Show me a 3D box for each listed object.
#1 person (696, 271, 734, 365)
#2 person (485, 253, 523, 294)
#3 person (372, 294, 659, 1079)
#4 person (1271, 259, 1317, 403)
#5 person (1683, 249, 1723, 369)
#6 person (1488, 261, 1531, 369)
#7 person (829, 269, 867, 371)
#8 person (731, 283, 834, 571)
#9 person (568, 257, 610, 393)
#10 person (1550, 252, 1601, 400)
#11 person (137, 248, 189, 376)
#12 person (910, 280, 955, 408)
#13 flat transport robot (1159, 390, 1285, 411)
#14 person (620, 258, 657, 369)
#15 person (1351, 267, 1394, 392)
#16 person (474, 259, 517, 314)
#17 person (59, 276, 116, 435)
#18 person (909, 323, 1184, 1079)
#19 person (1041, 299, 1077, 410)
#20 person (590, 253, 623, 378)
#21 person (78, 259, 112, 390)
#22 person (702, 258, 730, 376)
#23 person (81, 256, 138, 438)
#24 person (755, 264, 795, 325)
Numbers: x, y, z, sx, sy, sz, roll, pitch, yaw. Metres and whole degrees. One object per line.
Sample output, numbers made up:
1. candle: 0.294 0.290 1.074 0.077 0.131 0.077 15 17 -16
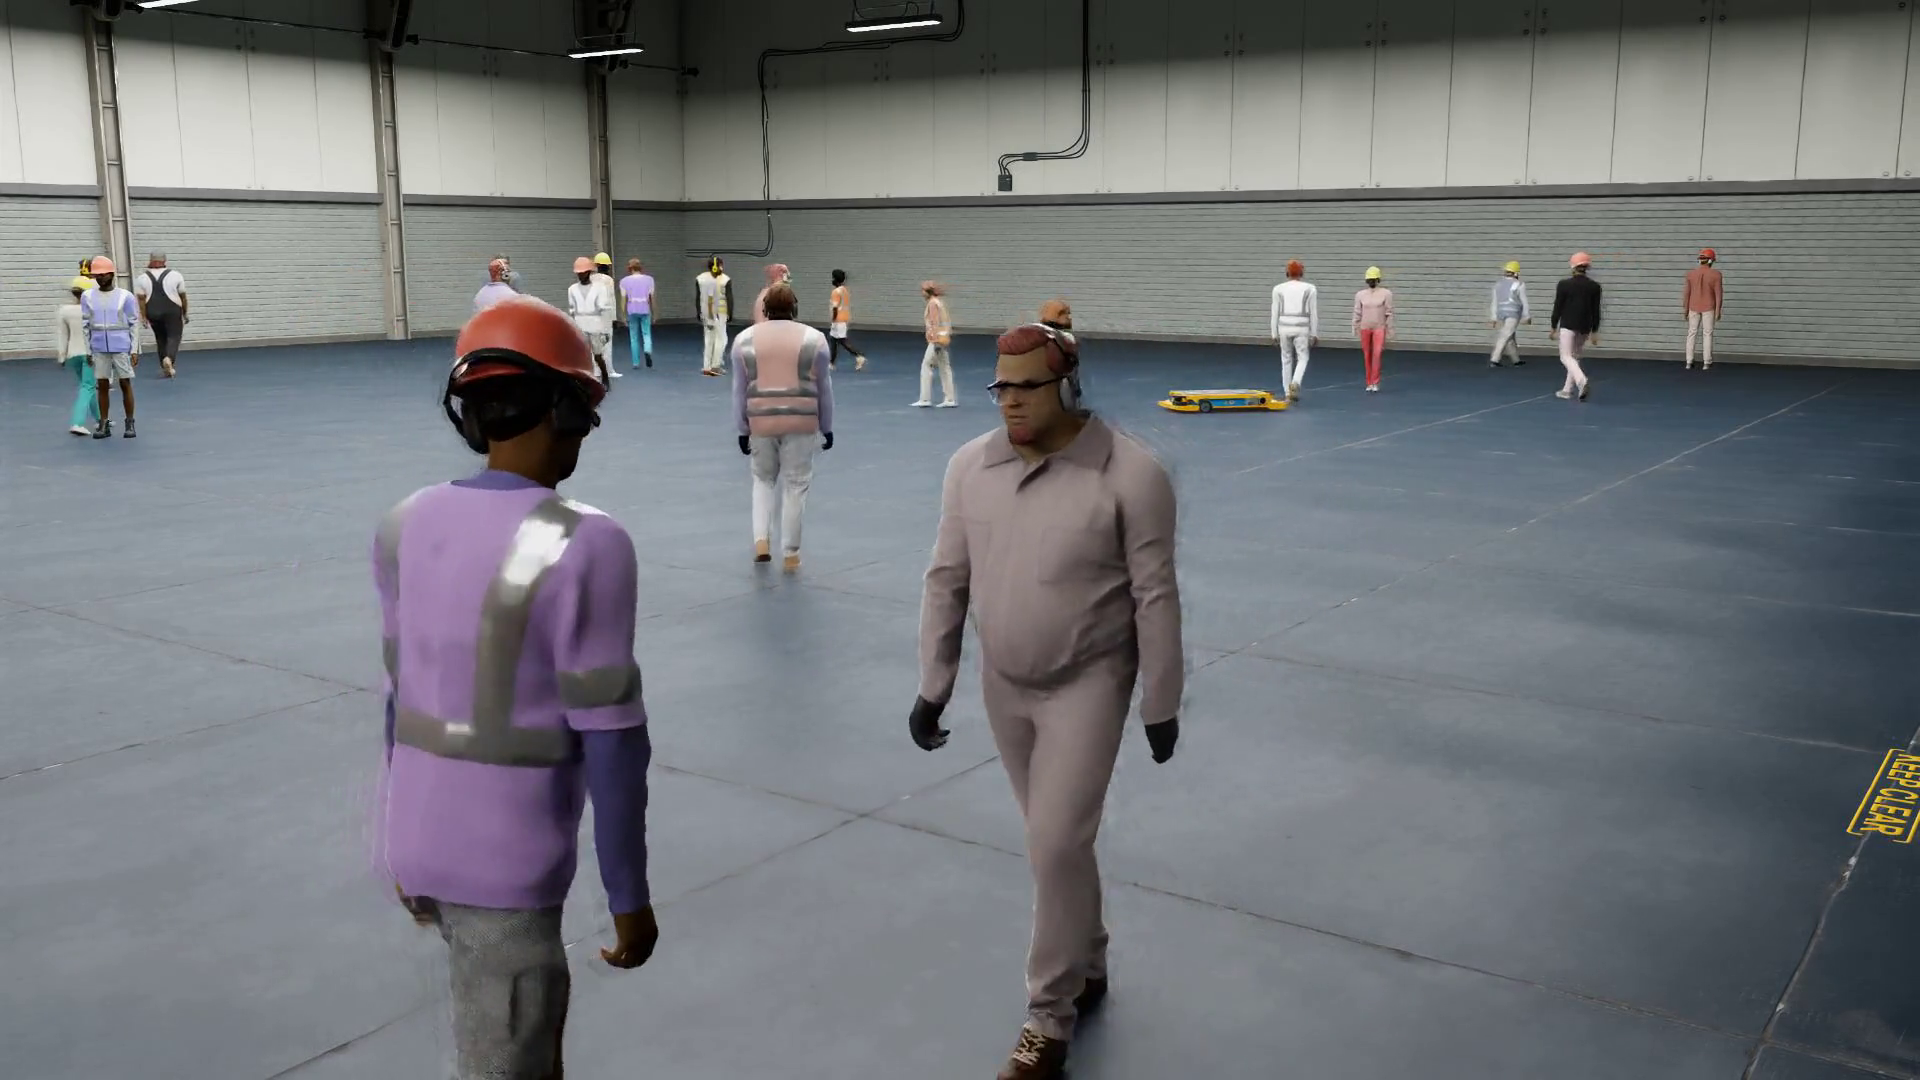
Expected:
1. person: -4.164 -3.883 28.338 0.652 1.826 0.445 1 10 8
2. person: -7.952 -4.073 29.223 0.652 1.888 0.999 2 10 10
3. person: -0.790 0.560 3.052 0.637 1.982 0.843 9 13 41
4. person: 4.308 -2.686 21.503 0.602 1.871 0.647 3 11 18
5. person: 12.288 -3.813 27.504 0.611 1.985 0.393 9 14 42
6. person: 9.126 -3.730 27.622 0.949 1.790 0.582 -5 11 -26
7. person: -1.891 -3.544 26.893 0.785 1.671 0.536 2 10 10
8. person: -1.117 -0.713 10.612 0.632 1.827 0.470 0 10 3
9. person: -4.932 -2.827 22.221 0.584 1.901 0.779 1 10 4
10. person: 8.187 -2.827 22.039 0.611 1.974 0.849 -2 10 -10
11. person: -12.462 -3.573 26.004 0.685 2.000 0.880 -2 10 -9
12. person: -0.358 -2.470 21.008 0.664 1.607 0.541 2 10 12
13. flat transport robot: 3.262 -1.749 20.740 1.431 0.197 0.652 -2 10 -11
14. person: -5.287 -3.715 27.378 0.595 1.829 0.549 -3 11 -18
15. person: 5.722 -2.920 23.165 0.557 1.733 0.795 5 11 27
16. person: -4.824 -2.013 17.630 0.641 1.913 0.407 7 12 34
17. person: -9.550 -2.015 18.184 0.542 1.718 0.923 1 10 7
18. person: 0.174 0.402 4.211 0.646 1.870 0.857 8 13 39
19. person: 0.762 -1.181 13.758 0.458 1.619 0.520 -6 12 -31
20. person: -5.527 -3.475 25.770 0.588 1.927 0.369 7 12 35
21. person: -12.275 -3.027 23.461 0.549 1.850 0.571 2 10 10
22. person: -3.787 -3.472 25.964 0.545 1.850 0.578 -3 10 -14
23. person: -9.054 -2.046 17.738 0.547 1.938 0.379 -2 10 -12
24. person: -1.921 -1.895 17.115 0.646 1.856 0.669 -7 12 -34
